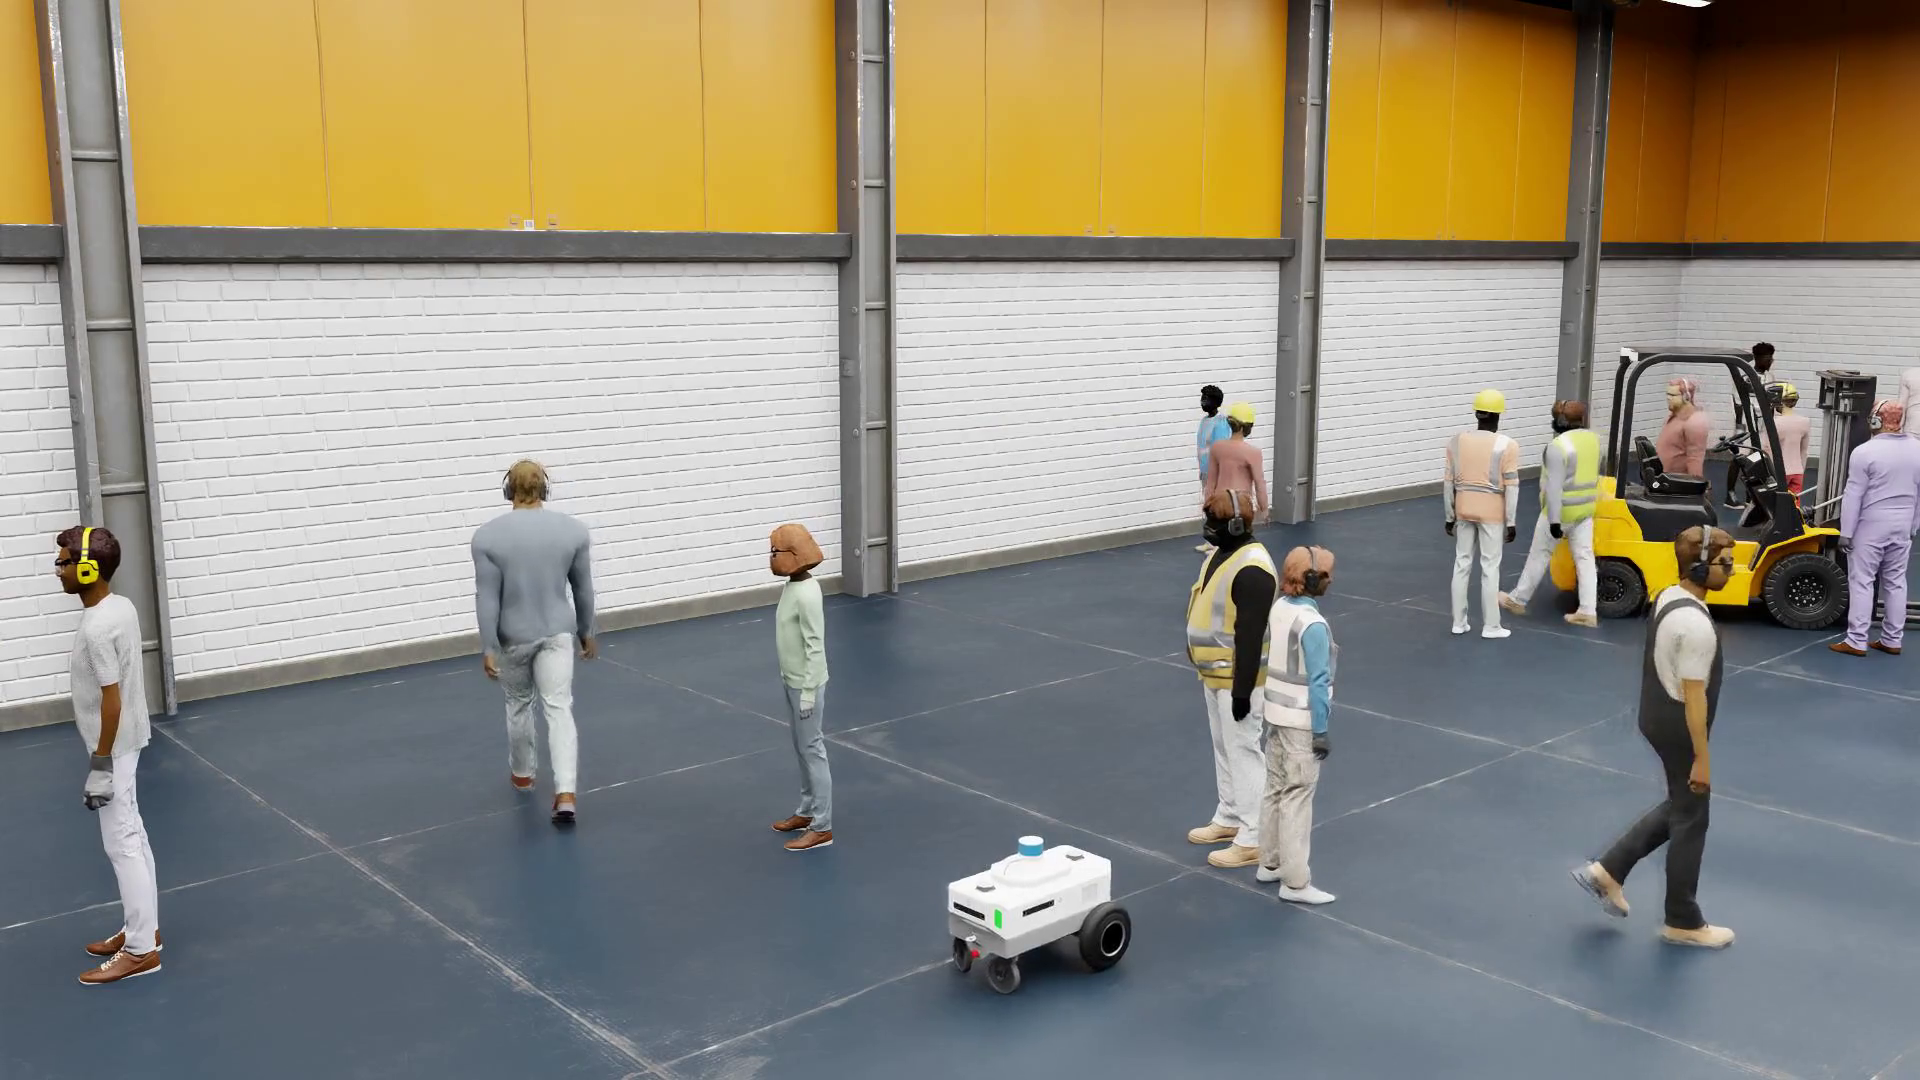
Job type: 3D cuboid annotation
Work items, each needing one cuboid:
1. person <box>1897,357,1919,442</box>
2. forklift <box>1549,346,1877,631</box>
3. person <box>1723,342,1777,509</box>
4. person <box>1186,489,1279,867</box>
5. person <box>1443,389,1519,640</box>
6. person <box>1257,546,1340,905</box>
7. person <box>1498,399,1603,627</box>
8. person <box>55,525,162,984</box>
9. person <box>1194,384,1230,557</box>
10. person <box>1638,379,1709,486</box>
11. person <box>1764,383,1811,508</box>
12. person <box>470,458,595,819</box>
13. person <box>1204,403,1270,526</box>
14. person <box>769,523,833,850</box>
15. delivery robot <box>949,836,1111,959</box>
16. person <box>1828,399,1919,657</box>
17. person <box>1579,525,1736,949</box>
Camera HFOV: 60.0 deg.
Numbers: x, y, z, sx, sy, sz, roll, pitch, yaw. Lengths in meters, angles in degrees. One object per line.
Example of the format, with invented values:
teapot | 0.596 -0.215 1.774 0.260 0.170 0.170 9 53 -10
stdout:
person | 11.522 -1.388 19.862 0.649 1.906 0.401 4 11 23
forklift | 6.109 -0.478 13.691 2.313 2.155 1.214 3 10 16
person | 9.255 -1.329 19.389 0.602 1.958 0.386 -4 10 -20
person | 1.315 0.661 8.098 0.430 1.835 0.622 -1 10 -8
person | 4.024 -0.194 12.838 0.588 1.916 0.392 9 13 43
person | 1.548 0.837 7.621 0.310 1.636 0.522 -2 10 -11
person | 4.806 -0.234 13.409 0.637 1.796 0.903 -6 11 -30
person | -3.483 0.865 6.783 0.328 1.870 0.514 -4 10 -20
person | 2.492 -0.684 16.375 0.321 1.691 0.537 -2 10 -13
person | 6.372 -0.517 14.895 0.927 1.862 0.645 1 10 9
person | 7.746 -0.602 15.690 0.523 1.760 0.329 -3 10 -20
person | -2.235 0.516 8.816 0.648 1.892 1.041 -4 11 -24
person | 2.335 -0.281 13.914 0.948 1.713 0.541 -8 13 -40
person | -0.802 0.724 8.290 0.281 1.631 0.506 -3 10 -16
delivery robot | 0.290 1.464 6.840 0.707 0.478 0.477 -9 13 -42
person | 6.767 -0.086 12.267 0.651 1.903 0.400 -2 10 -12
person | 3.031 0.835 7.049 0.533 1.834 0.542 2 10 9
